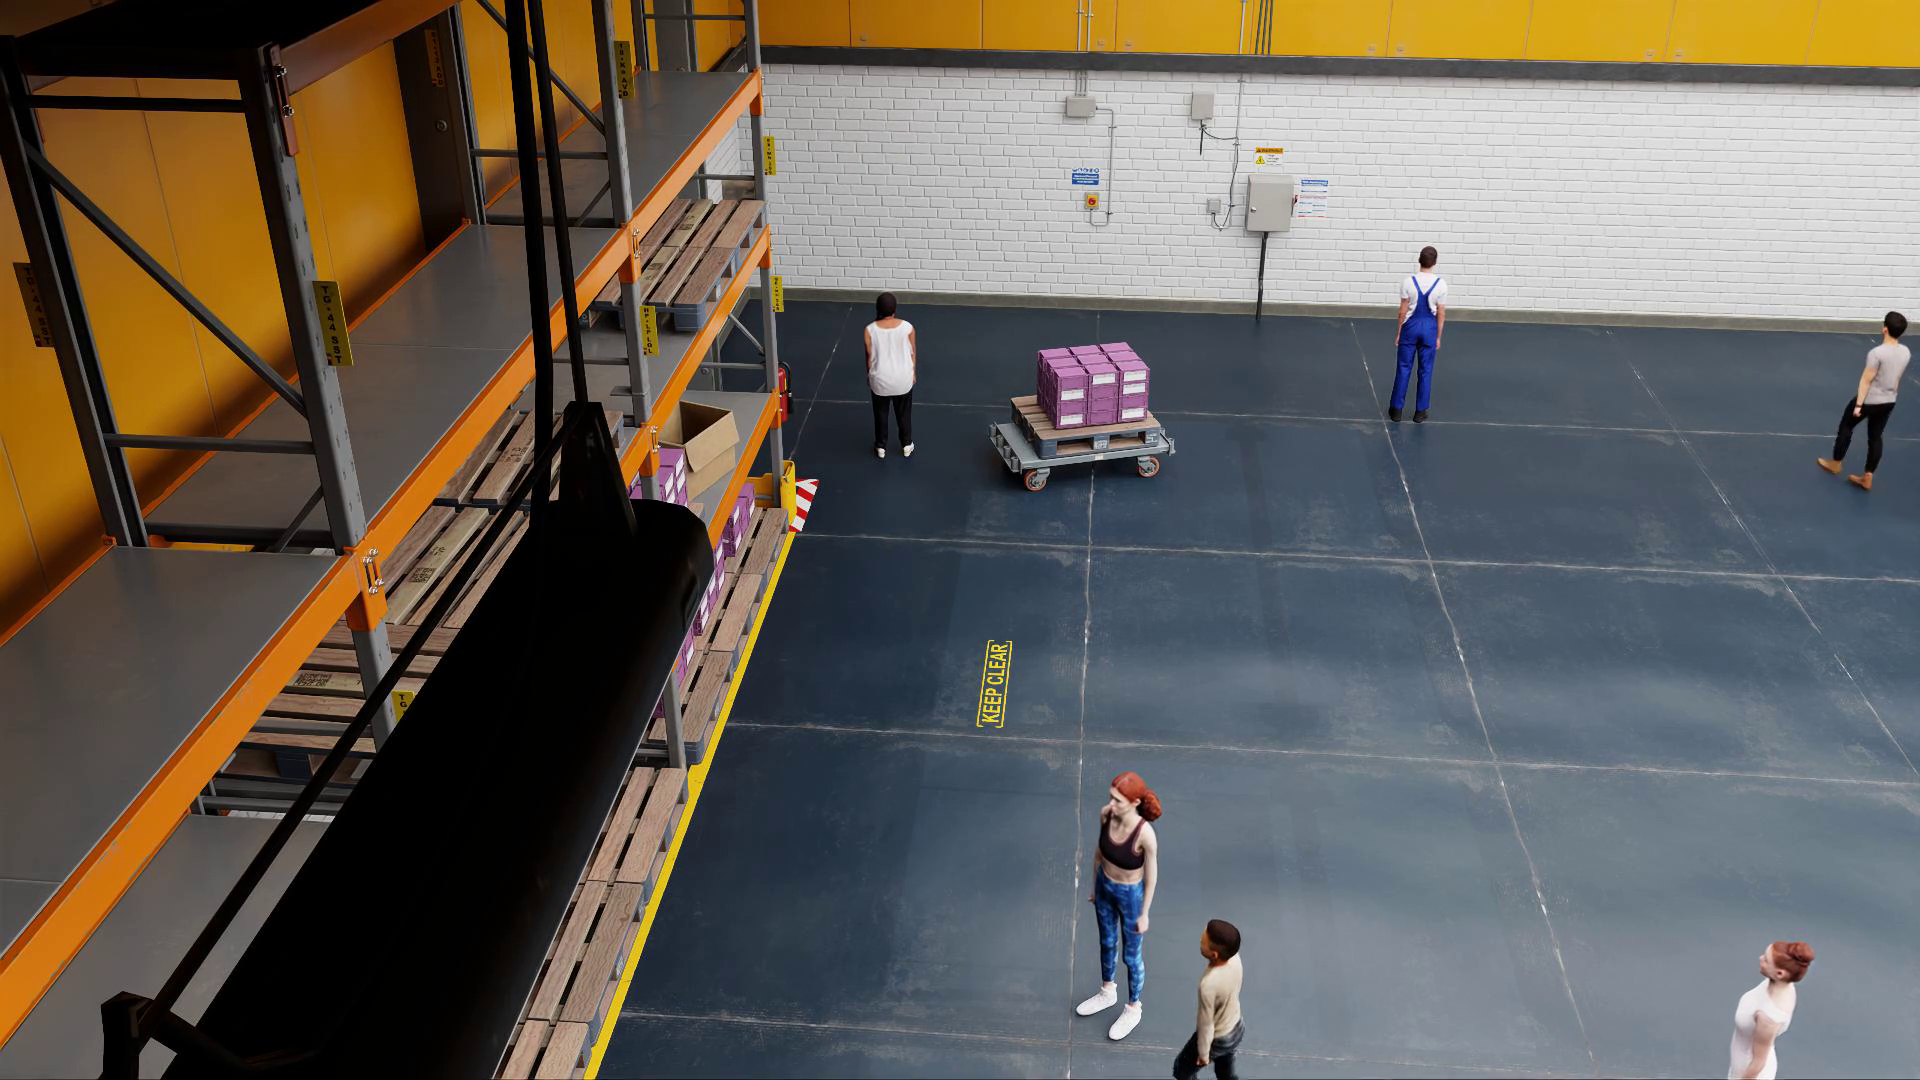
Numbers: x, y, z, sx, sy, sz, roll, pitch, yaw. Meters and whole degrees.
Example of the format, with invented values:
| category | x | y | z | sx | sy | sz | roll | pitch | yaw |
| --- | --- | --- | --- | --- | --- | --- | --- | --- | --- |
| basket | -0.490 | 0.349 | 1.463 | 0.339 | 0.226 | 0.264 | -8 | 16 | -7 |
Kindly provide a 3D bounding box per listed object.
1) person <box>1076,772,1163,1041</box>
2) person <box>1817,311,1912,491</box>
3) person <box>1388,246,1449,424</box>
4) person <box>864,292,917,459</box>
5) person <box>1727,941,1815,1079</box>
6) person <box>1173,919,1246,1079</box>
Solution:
| category | x | y | z | sx | sy | sz | roll | pitch | yaw |
| --- | --- | --- | --- | --- | --- | --- | --- | --- | --- |
| person | 0.914 | 2.050 | 9.408 | 0.731 | 1.785 | 0.675 | -23 | 36 | -36 |
| person | 8.620 | -1.268 | 15.581 | 0.748 | 1.699 | 0.920 | -5 | 29 | -8 |
| person | 4.667 | -2.096 | 16.941 | 0.655 | 1.851 | 0.606 | 7 | 29 | 12 |
| person | -0.682 | -1.618 | 16.235 | 0.681 | 1.687 | 0.643 | -1 | 29 | -2 |
| person | 3.929 | 2.671 | 8.261 | 0.706 | 1.793 | 0.570 | 16 | 33 | 27 |
| person | 1.413 | 2.608 | 8.734 | 0.732 | 1.452 | 0.653 | 20 | 34 | 32 |
